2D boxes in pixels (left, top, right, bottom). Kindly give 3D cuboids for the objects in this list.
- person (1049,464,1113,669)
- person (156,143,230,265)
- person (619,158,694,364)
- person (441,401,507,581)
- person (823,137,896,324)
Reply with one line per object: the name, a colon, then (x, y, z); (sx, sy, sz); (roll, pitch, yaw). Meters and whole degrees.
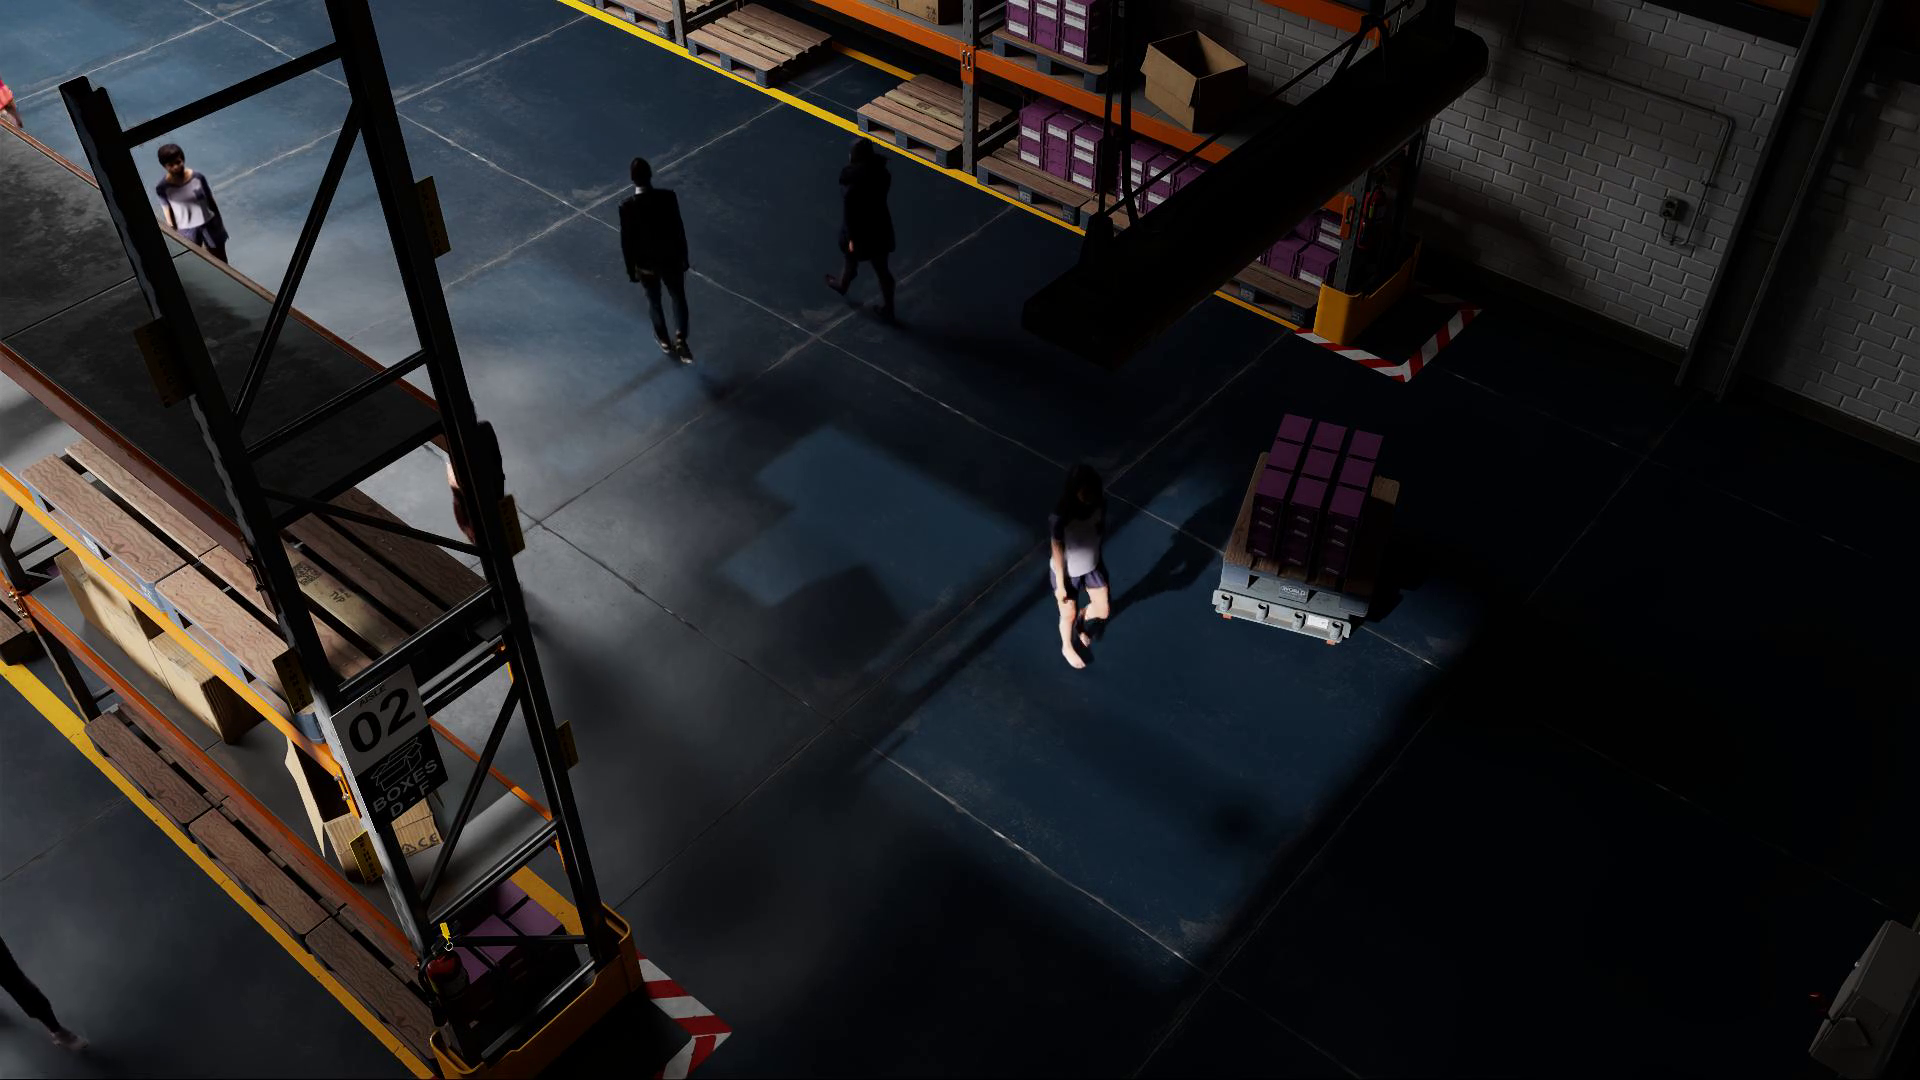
person: (0.724, 0.131, 10.865); (0.686, 1.697, 0.714); (-22, 48, -22)
person: (-6.378, -2.636, 13.873); (0.624, 1.556, 0.693); (-28, 50, -26)
person: (-2.379, -2.170, 13.202); (0.955, 1.807, 1.074); (-13, 45, -13)
person: (-3.238, -0.302, 11.363); (0.648, 1.638, 0.704); (-30, 51, -27)
person: (-0.704, -2.510, 13.680); (1.021, 1.639, 0.725); (34, 53, 31)
